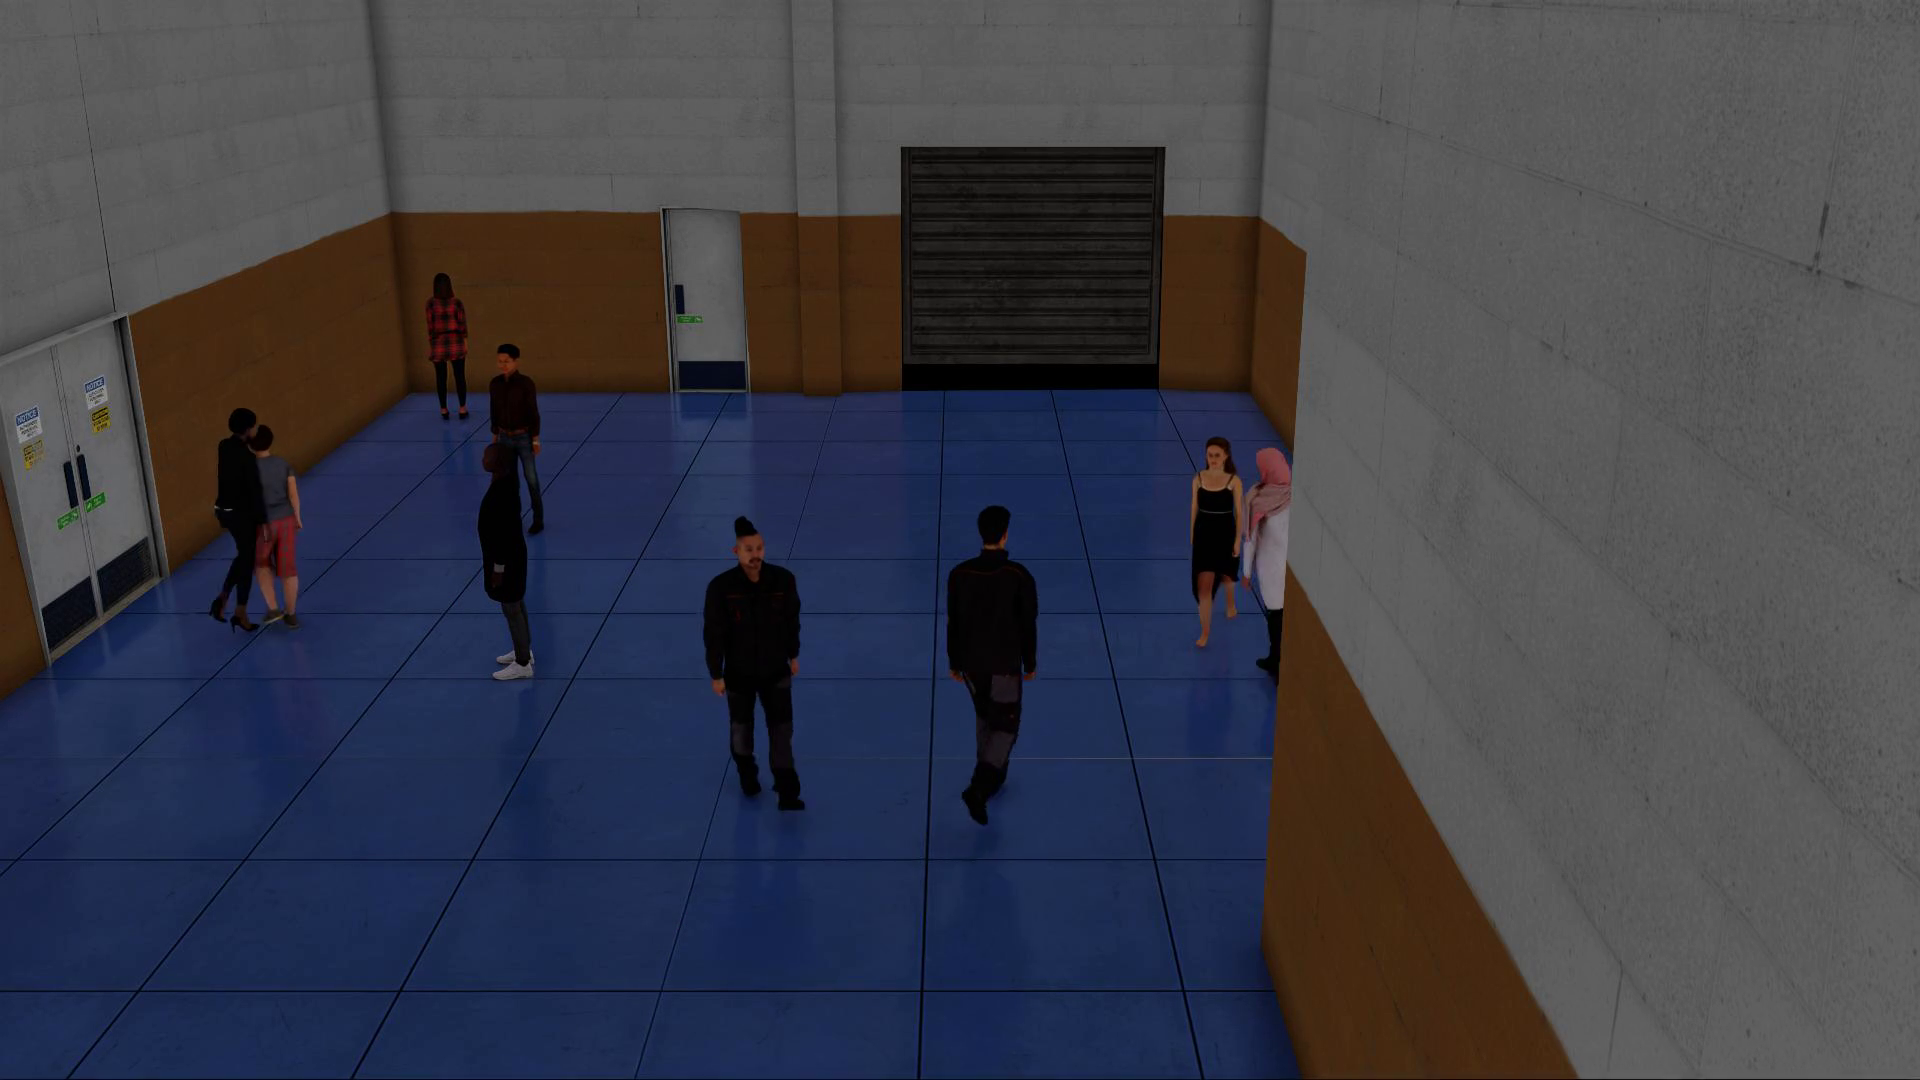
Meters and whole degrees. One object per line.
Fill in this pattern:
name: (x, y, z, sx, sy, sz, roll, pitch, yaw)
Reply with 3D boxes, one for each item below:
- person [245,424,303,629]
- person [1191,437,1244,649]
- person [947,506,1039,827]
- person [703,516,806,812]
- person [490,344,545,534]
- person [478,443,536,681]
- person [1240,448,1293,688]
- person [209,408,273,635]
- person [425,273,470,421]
person: (-5.311, -0.078, 12.929, 0.709, 1.640, 0.784, -12, 22, -31)
person: (2.016, -0.022, 12.873, 1.096, 1.584, 0.884, 4, 19, 13)
person: (0.168, 0.777, 9.998, 1.177, 1.907, 1.023, 7, 20, 19)
person: (-1.285, 0.724, 10.231, 1.085, 1.834, 1.051, -7, 20, -19)
person: (-4.065, -0.937, 15.282, 0.539, 1.777, 0.750, 5, 19, 13)
person: (-3.286, 0.138, 12.121, 0.590, 1.762, 0.667, -3, 19, -7)
person: (2.289, 0.253, 11.767, 0.863, 1.769, 0.880, -6, 20, -17)
person: (-5.597, -0.098, 12.749, 0.852, 1.807, 0.911, 11, 22, 29)
person: (-5.945, -2.249, 19.293, 0.539, 1.702, 0.711, -3, 19, -10)
